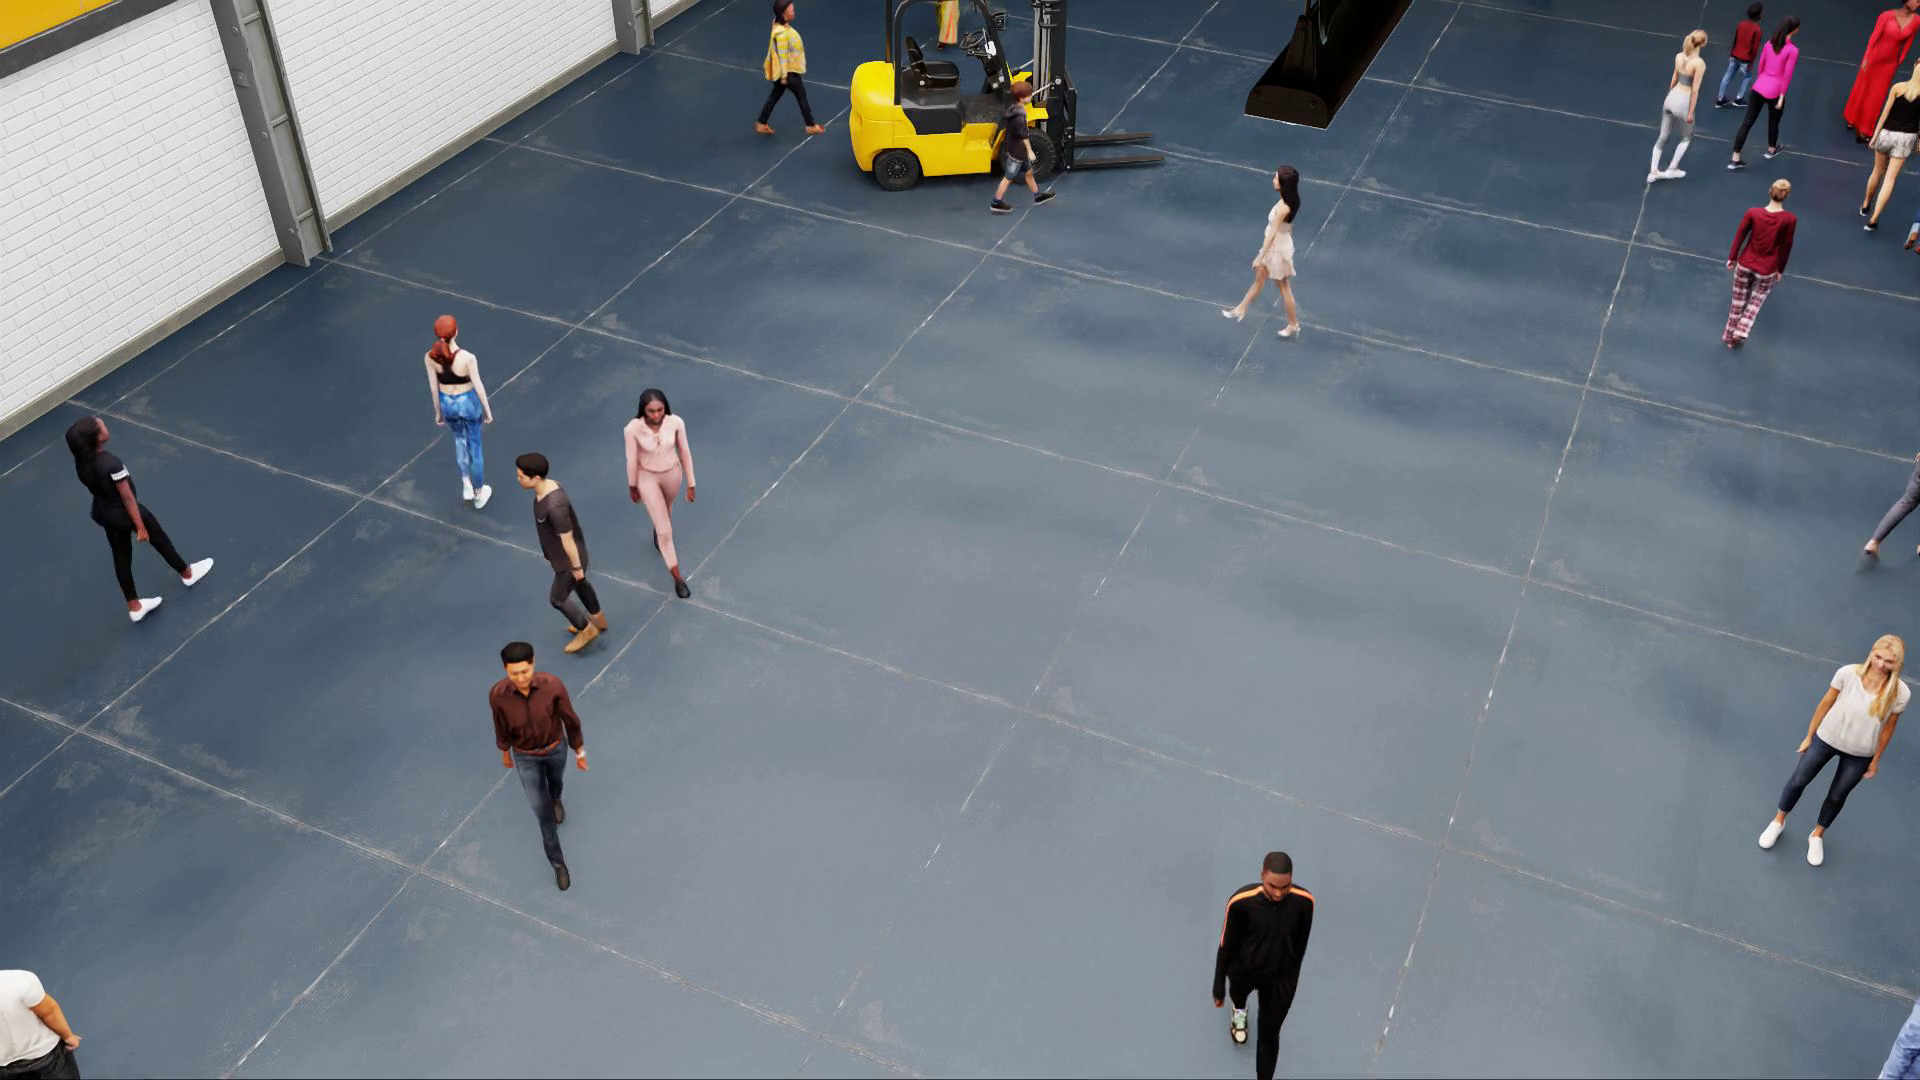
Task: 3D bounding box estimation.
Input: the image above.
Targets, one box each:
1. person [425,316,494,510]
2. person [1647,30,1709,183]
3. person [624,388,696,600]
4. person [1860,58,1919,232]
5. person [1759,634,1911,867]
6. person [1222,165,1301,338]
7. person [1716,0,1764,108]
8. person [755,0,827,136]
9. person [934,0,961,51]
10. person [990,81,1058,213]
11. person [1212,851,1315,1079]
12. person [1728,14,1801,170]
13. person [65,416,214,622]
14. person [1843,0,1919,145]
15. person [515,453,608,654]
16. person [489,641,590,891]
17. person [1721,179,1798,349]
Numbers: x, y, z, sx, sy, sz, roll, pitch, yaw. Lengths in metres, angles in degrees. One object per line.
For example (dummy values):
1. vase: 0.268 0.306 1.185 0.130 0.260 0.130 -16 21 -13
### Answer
1. person: -3.972 -0.952 13.178 0.705 1.775 0.772 2 39 2
2. person: 7.651 -4.627 17.836 0.818 1.695 0.756 -18 42 -21
3. person: -2.287 -0.472 12.657 1.196 1.665 1.197 -15 41 -18
4. person: 9.603 -4.084 17.046 0.738 1.833 0.996 26 45 28
5. person: 5.489 1.280 10.348 0.625 1.809 0.546 22 43 25
6. person: 3.015 -2.587 15.279 0.705 1.699 0.937 12 40 15
7. person: 9.127 -5.653 19.485 0.729 1.241 0.663 -19 42 -22
8. person: -2.047 -5.284 18.723 1.118 1.616 1.094 -9 39 -11
9. person: -0.159 -7.108 21.012 0.734 1.618 1.161 17 42 20
10. person: 0.536 -4.071 17.367 0.893 1.411 0.964 -2 39 -3
11. person: 1.638 2.281 9.135 0.953 1.759 1.266 2 39 3
12. person: 8.747 -4.842 18.140 1.129 1.662 0.937 -22 44 -25
13. person: -6.197 -0.121 12.183 0.623 1.708 0.943 16 41 19
14. person: 10.374 -5.393 18.775 0.726 1.731 1.194 13 40 16
15. person: -2.790 0.069 11.959 0.835 1.691 0.778 -15 41 -18
16. person: -2.632 1.263 10.430 1.132 1.733 1.208 -11 40 -14
17. person: 7.258 -2.478 15.145 0.649 1.695 0.599 18 42 21
